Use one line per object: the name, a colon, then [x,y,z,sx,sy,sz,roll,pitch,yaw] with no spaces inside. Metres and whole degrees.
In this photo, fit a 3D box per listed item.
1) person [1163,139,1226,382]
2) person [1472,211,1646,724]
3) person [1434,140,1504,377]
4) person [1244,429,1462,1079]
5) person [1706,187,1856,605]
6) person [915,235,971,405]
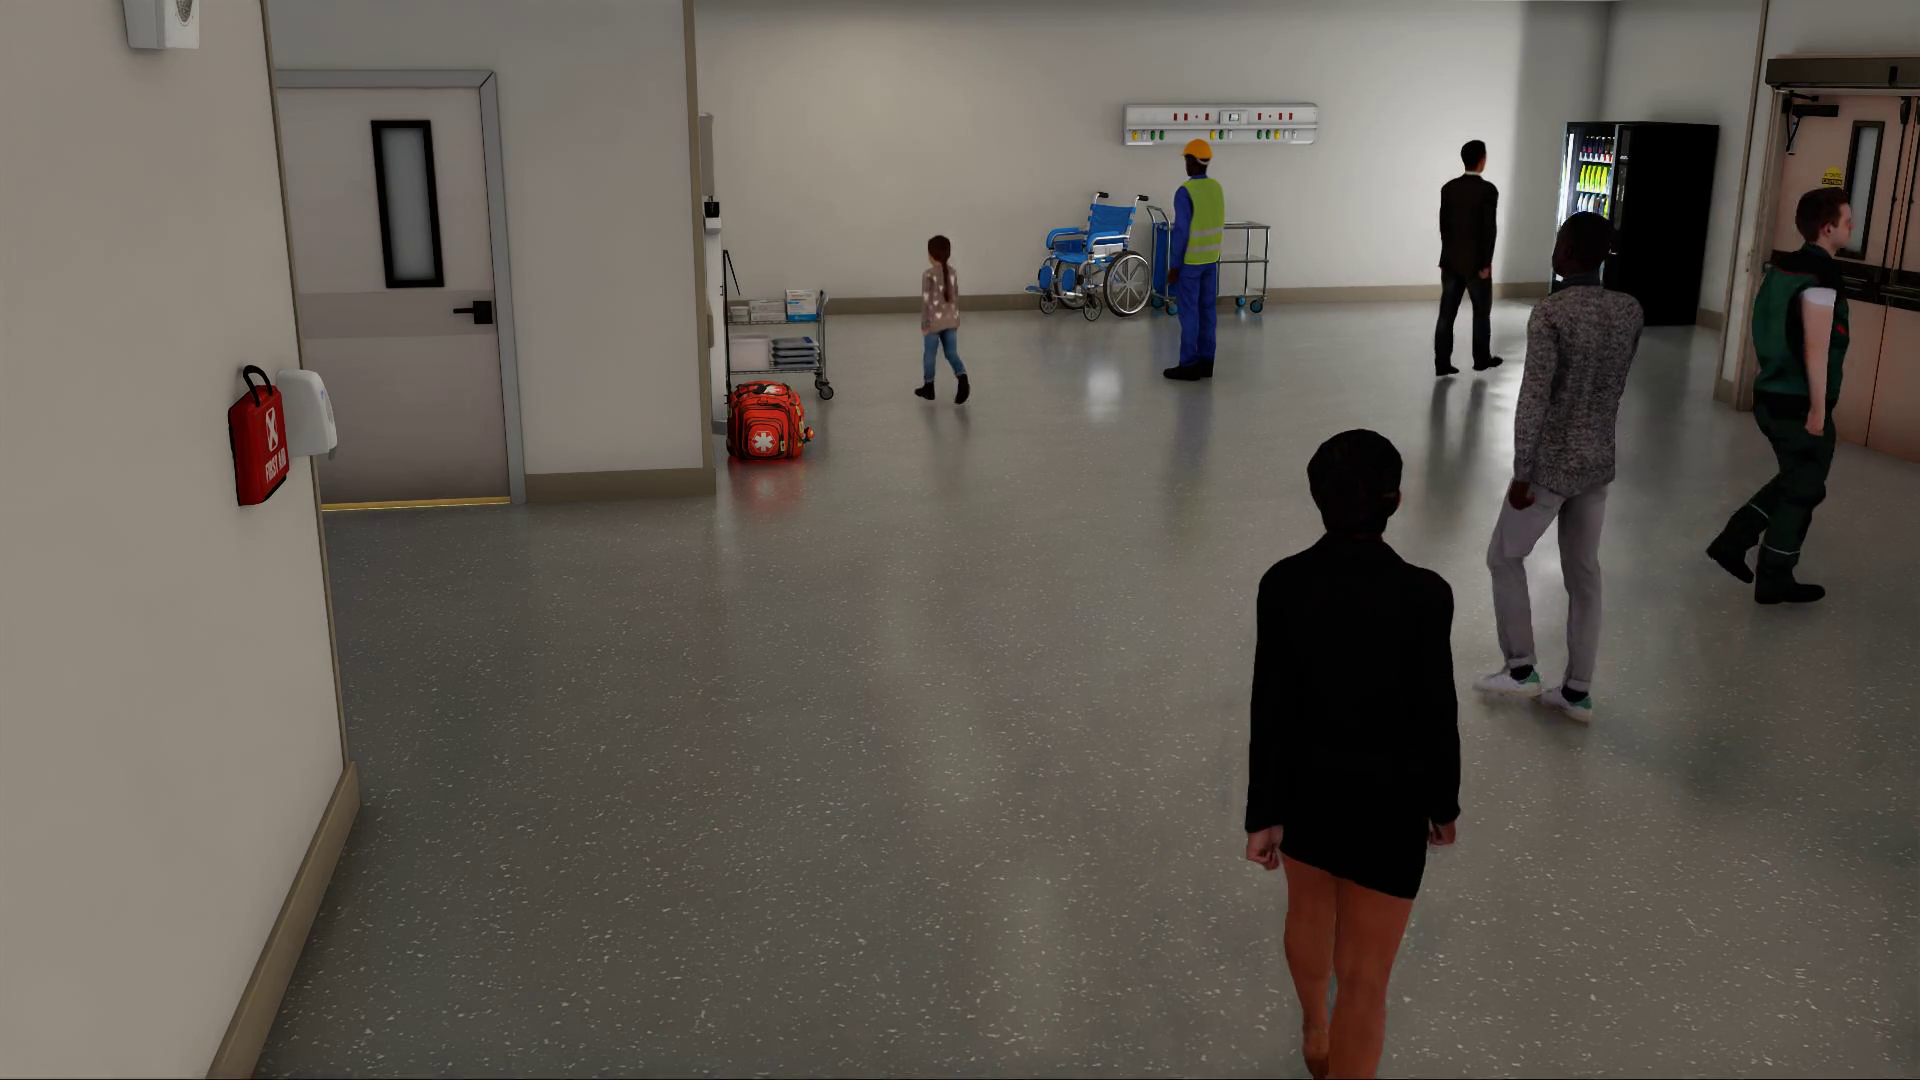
person: [1.808,-2.145,12.747,0.756,1.811,0.769,-14,21,-40]
person: [2.219,-0.223,5.912,0.804,1.821,0.799,-8,17,-25]
person: [3.821,-2.131,12.749,1.020,1.783,1.022,-13,20,-39]
person: [0.780,0.615,3.347,0.942,1.599,1.100,7,17,24]
person: [3.571,-0.605,7.241,0.797,1.831,0.745,1,16,3]
person: [-0.110,-1.542,11.777,0.689,1.177,0.882,-10,18,-31]
